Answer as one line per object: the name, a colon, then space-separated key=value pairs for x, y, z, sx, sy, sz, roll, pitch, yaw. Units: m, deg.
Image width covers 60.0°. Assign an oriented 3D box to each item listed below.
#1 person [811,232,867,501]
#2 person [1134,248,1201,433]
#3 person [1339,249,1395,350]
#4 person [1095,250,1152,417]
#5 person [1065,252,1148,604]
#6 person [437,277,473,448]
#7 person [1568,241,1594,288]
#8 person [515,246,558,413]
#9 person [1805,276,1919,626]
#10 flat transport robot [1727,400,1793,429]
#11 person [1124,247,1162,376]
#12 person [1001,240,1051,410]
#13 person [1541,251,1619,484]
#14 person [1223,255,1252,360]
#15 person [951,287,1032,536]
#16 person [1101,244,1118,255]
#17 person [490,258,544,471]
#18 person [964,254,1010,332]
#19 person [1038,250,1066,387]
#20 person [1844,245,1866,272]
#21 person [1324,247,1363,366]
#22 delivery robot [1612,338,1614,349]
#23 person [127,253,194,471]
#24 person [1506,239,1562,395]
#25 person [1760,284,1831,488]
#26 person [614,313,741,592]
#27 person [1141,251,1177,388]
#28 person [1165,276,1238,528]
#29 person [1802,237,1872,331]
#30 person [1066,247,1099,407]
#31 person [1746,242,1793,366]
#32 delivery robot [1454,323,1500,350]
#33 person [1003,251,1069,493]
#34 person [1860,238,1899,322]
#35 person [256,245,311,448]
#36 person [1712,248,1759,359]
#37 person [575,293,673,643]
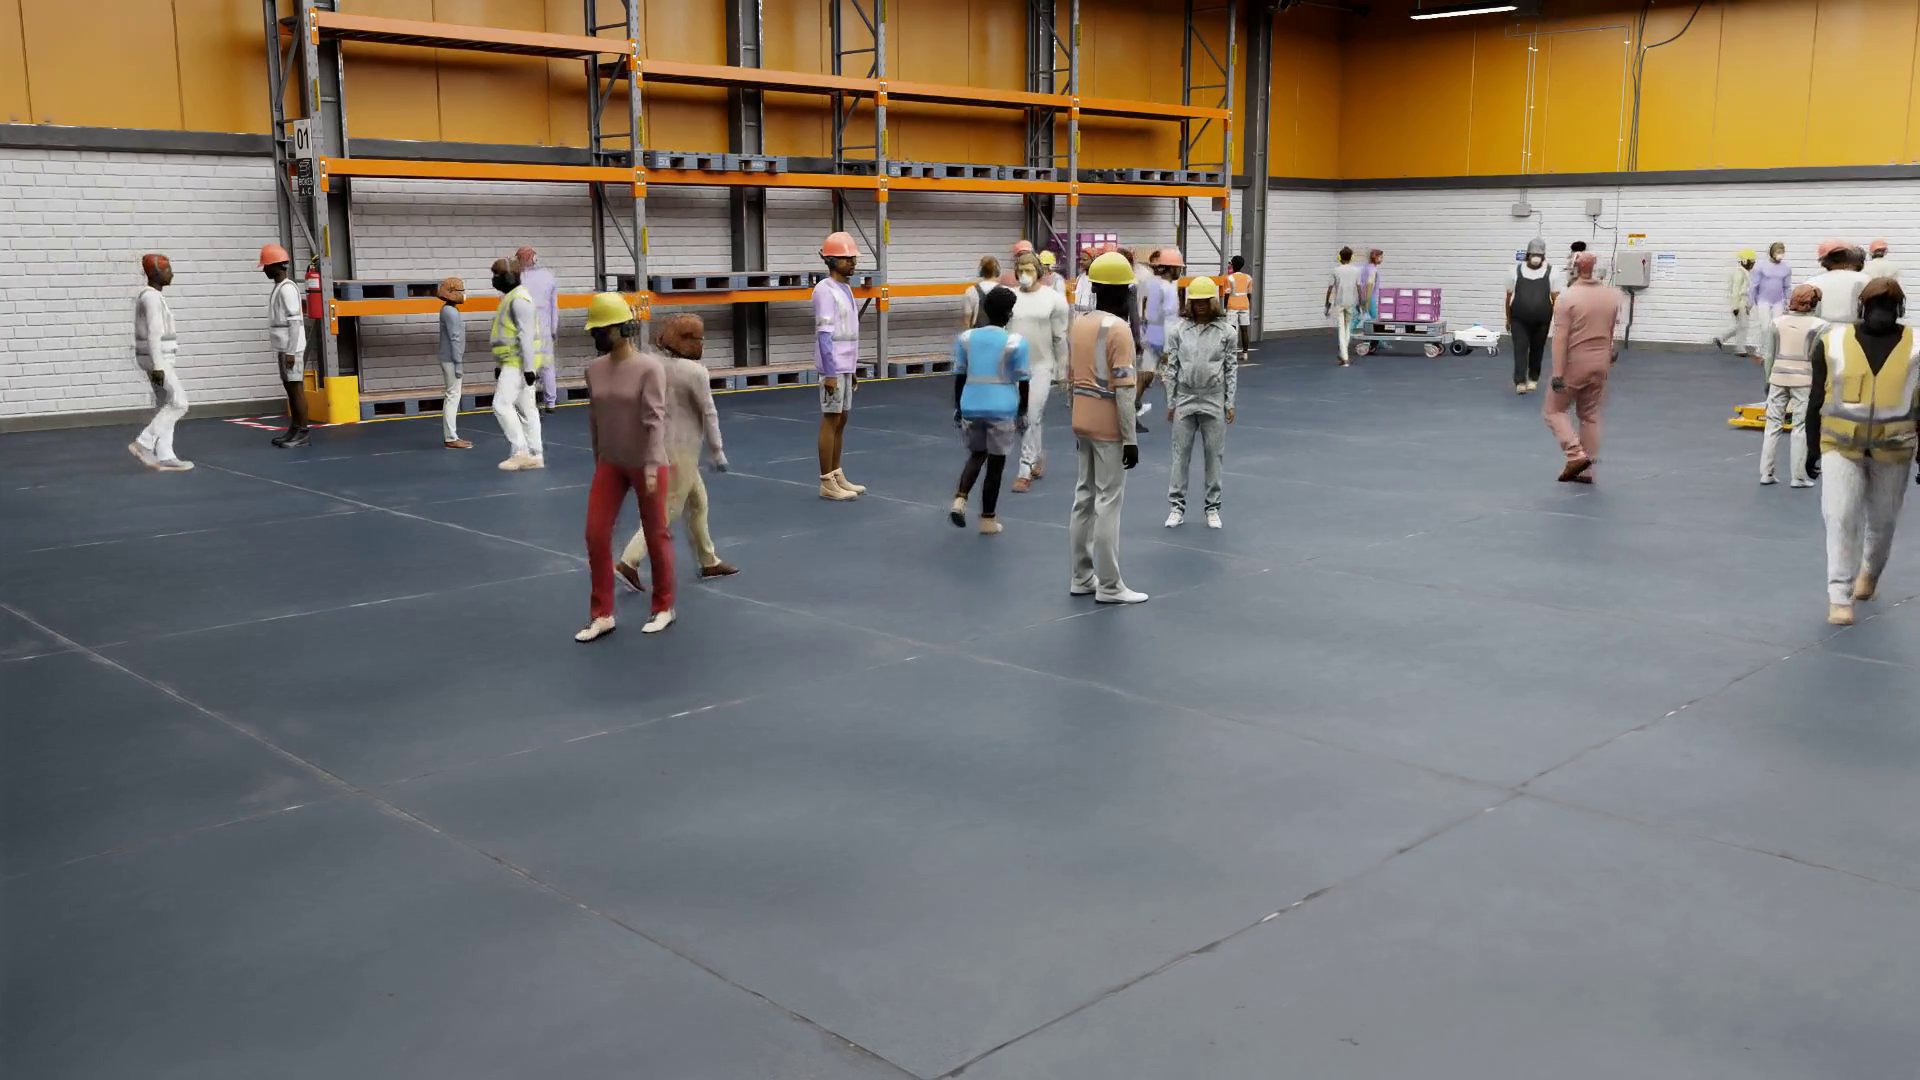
person: x=-0.917 y=-1.326 z=12.766 sx=0.377 sy=2.045 sz=0.605 roll=2 pitch=11 yaw=11
person: x=2.103 y=-2.032 z=17.051 sx=0.999 sy=1.883 sz=0.562 roll=-4 pitch=11 yaw=-20
person: x=7.193 y=-4.244 z=29.415 sx=1.001 sy=1.784 sz=0.670 roll=0 pitch=10 yaw=1
person: x=1.735 y=-2.238 z=18.264 sx=0.986 sy=1.850 sz=0.600 roll=-6 pitch=12 yaw=-29
person: x=0.805 y=-0.612 z=9.188 sx=0.370 sy=1.928 sz=0.585 roll=-5 pitch=12 yaw=-27
person: x=-4.828 y=-1.684 z=15.867 sx=0.279 sy=1.624 sz=0.494 roll=-5 pitch=11 yaw=-24
person: x=10.426 y=-4.013 z=27.737 sx=0.659 sy=1.933 sz=0.791 roll=-10 pitch=14 yaw=-43
person: x=-4.871 y=-2.371 z=18.854 sx=0.639 sy=1.904 sz=0.402 roll=-7 pitch=13 yaw=-34
person: x=4.848 y=-0.494 z=8.866 sx=0.632 sy=1.818 sz=0.837 roll=5 pitch=12 yaw=26
flat transport robot: x=8.806 y=-1.338 z=17.670 sx=1.431 sy=0.197 sz=0.652 roll=-9 pitch=14 yaw=-41
person: x=2.524 y=-3.251 z=23.780 sx=0.979 sy=1.864 sz=0.631 roll=-9 pitch=13 yaw=-39
person: x=0.788 y=-2.439 z=19.040 sx=0.643 sy=1.965 sz=0.448 roll=3 pitch=11 yaw=16
person: x=5.042 y=-1.386 z=13.514 sx=0.683 sy=1.894 sz=0.439 roll=-4 pitch=11 yaw=-22
person: x=4.469 y=-3.735 z=26.844 sx=0.536 sy=1.696 sz=0.322 roll=-5 pitch=11 yaw=-23
person: x=0.218 y=-0.859 z=11.205 sx=0.552 sy=1.677 sz=0.372 roll=6 pitch=12 yaw=29
person: x=2.251 y=-3.453 z=24.785 sx=0.567 sy=1.887 sz=0.973 roll=8 pitch=13 yaw=38
person: x=-3.853 y=-1.495 z=14.305 sx=0.544 sy=1.827 sz=0.640 roll=-3 pitch=11 yaw=-16
person: x=0.304 y=-1.979 z=16.926 sx=0.504 sy=1.832 sz=0.423 roll=3 pitch=11 yaw=14
person: x=1.080 y=-2.933 z=22.144 sx=0.610 sy=1.811 sz=0.627 roll=-8 pitch=13 yaw=-38
person: x=9.342 y=-2.121 z=17.446 sx=0.810 sy=1.909 sz=0.664 roll=-4 pitch=11 yaw=-20
person: x=5.993 y=-3.660 z=26.090 sx=0.557 sy=1.820 sz=0.933 roll=0 pitch=10 yaw=-2
delivery robot: x=9.987 y=-3.123 z=26.370 sx=0.477 sy=0.478 sz=0.707 roll=-6 pitch=12 yaw=-29
person: x=-6.837 y=-1.506 z=14.212 sx=0.441 sy=1.868 sz=0.608 roll=-4 pitch=11 yaw=-23
person: x=7.389 y=-2.918 z=21.453 sx=0.685 sy=2.000 sz=1.062 roll=3 pitch=11 yaw=18
person: x=6.706 y=-1.232 z=13.374 sx=0.313 sy=1.634 sz=0.530 roll=-8 pitch=13 yaw=-37
person: x=-1.656 y=-0.507 z=9.552 sx=0.859 sy=1.587 sz=0.490 roll=-8 pitch=13 yaw=-39
person: x=2.679 y=-2.959 z=22.310 sx=0.534 sy=1.817 sz=0.996 roll=2 pitch=11 yaw=12
person: x=1.664 y=-0.943 z=11.498 sx=0.488 sy=1.743 sz=0.319 roll=2 pitch=11 yaw=11
person: x=8.197 y=-1.822 z=15.576 sx=0.671 sy=2.004 sz=0.547 roll=6 pitch=12 yaw=30
person: x=1.510 y=-2.466 z=19.421 sx=0.355 sy=1.883 sz=0.574 roll=-7 pitch=13 yaw=-34
person: x=12.488 y=-3.613 z=25.584 sx=0.655 sy=1.917 sz=0.590 roll=-1 pitch=10 yaw=-5
delivery robot: x=8.660 y=-3.398 z=27.872 sx=0.707 sy=0.478 sz=0.477 roll=6 pitch=12 yaw=31
person: x=0.573 y=-1.376 z=13.436 sx=0.642 sy=1.908 sz=0.947 roll=4 pitch=11 yaw=19
person: x=13.572 y=-3.479 z=24.694 sx=0.626 sy=2.001 sz=0.449 roll=0 pitch=10 yaw=2
person: x=-6.444 y=-1.836 z=15.862 sx=0.385 sy=1.928 sz=0.547 roll=-6 pitch=12 yaw=-29
person: x=12.808 y=-3.897 z=27.404 sx=0.617 sy=1.814 sz=0.611 roll=8 pitch=13 yaw=36
person: x=-1.692 y=-0.350 z=8.295 sx=0.539 sy=1.735 sz=0.726 roll=4 pitch=11 yaw=22
